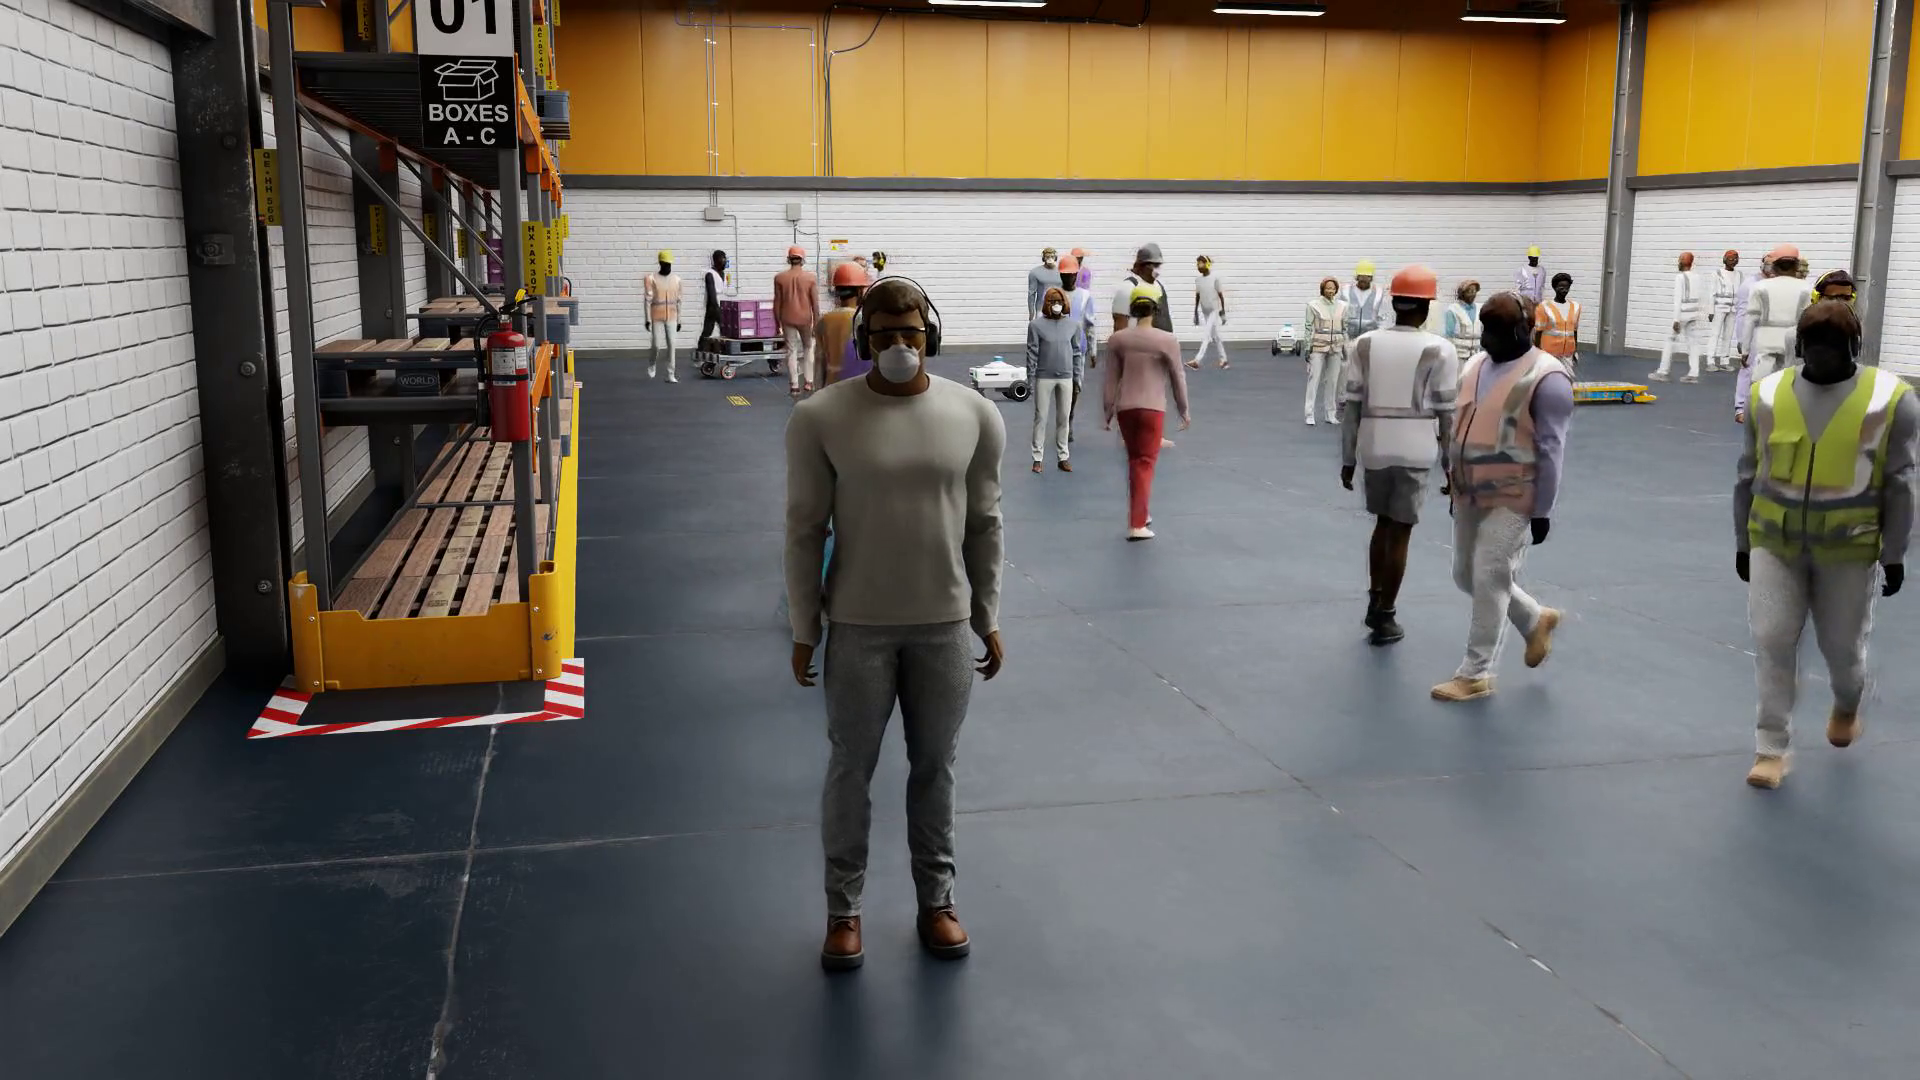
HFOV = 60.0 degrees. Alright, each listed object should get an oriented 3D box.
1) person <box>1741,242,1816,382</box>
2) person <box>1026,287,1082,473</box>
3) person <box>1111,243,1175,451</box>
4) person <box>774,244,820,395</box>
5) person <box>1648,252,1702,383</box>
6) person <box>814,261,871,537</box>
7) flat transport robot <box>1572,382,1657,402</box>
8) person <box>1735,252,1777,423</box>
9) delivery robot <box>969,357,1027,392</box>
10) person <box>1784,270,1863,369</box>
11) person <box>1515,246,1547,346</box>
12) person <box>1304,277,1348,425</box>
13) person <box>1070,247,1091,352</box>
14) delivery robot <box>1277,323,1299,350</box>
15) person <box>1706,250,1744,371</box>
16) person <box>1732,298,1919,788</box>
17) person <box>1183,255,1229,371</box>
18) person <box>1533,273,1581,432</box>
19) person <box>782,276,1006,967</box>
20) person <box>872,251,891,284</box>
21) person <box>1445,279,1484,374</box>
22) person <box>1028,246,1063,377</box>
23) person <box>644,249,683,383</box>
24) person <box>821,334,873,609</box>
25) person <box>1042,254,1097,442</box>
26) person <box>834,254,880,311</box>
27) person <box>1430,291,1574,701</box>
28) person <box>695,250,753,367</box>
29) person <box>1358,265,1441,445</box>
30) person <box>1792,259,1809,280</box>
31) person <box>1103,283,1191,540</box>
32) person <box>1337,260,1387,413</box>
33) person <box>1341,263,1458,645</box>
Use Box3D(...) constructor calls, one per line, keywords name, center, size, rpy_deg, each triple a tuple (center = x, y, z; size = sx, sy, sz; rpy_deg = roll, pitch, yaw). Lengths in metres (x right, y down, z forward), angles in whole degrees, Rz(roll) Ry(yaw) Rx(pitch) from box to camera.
Box3D(name="person", center=(8.012, -1.892, 16.293), size=(0.624, 2.044, 0.757), rpy_deg=(4, 11, 20))
Box3D(name="person", center=(0.830, -1.404, 14.612), size=(0.507, 1.631, 0.266), rpy_deg=(-2, 10, -13))
Box3D(name="person", center=(1.892, -1.894, 16.197), size=(0.881, 2.000, 0.698), rpy_deg=(7, 13, 35))
Box3D(name="person", center=(-2.161, -2.916, 22.061), size=(0.616, 1.975, 0.599), rpy_deg=(0, 10, -1))
Box3D(name="person", center=(10.349, -3.198, 23.948), size=(0.602, 1.846, 0.839), rpy_deg=(-6, 12, -32))
Box3D(name="person", center=(-0.806, -0.986, 11.589), size=(0.545, 1.903, 0.943), rpy_deg=(9, 14, 41))
Box3D(name="flat transport robot", center=(7.928, -1.858, 20.903), size=(1.431, 0.197, 0.652), rpy_deg=(-2, 10, -12))
Box3D(name="person", center=(8.953, -2.241, 18.504), size=(0.651, 1.904, 0.403), rpy_deg=(-2, 10, -13))
Box3D(name="delivery robot", center=(0.483, -2.086, 21.119), size=(0.707, 0.478, 0.477), rpy_deg=(-2, 10, -12))
Box3D(name="person", center=(4.992, -0.626, 9.668), size=(0.533, 1.862, 0.310), rpy_deg=(-2, 10, -13))
Box3D(name="person", center=(10.180, -4.266, 29.661), size=(0.594, 1.924, 0.382), rpy_deg=(-2, 10, -13))
Box3D(name="person", center=(4.040, -2.082, 18.363), size=(0.523, 1.636, 0.310), rpy_deg=(-2, 10, -13))
Box3D(name="person", center=(2.151, -4.201, 29.309), size=(0.567, 1.922, 0.550), rpy_deg=(-6, 12, -28))
Box3D(name="delivery robot", center=(5.828, -3.605, 29.539), size=(0.477, 0.478, 0.707), rpy_deg=(3, 11, 15))
Box3D(name="person", center=(11.897, -3.557, 25.848), size=(0.584, 1.881, 0.337), rpy_deg=(-2, 10, -13))
Box3D(name="person", center=(3.249, 0.002, 6.287), size=(0.633, 1.827, 0.670), rpy_deg=(8, 13, 37))
Box3D(name="person", center=(3.908, -3.558, 26.115), size=(1.052, 1.797, 0.517), rpy_deg=(-8, 13, -37))
Box3D(name="person", center=(6.312, -1.977, 17.607), size=(0.540, 1.698, 0.317), rpy_deg=(-2, 10, -13))
Box3D(name="person", center=(-0.178, 0.235, 4.684), size=(0.635, 1.937, 0.352), rpy_deg=(-2, 10, -13))
Box3D(name="person", center=(-1.386, -3.759, 27.074), size=(0.797, 1.841, 0.564), rpy_deg=(-4, 11, -19))
Box3D(name="person", center=(5.320, -1.921, 17.488), size=(0.550, 1.620, 0.432), rpy_deg=(-4, 11, -22))
Box3D(name="person", center=(1.318, -3.386, 24.748), size=(0.635, 1.937, 0.352), rpy_deg=(-2, 10, -13))
Box3D(name="person", center=(-4.267, -3.207, 23.842), size=(0.601, 1.907, 0.599), rpy_deg=(-6, 12, -28))
Box3D(name="person", center=(-0.500, -0.455, 8.866), size=(0.580, 1.811, 0.651), rpy_deg=(9, 13, 40))
Box3D(name="person", center=(1.116, -1.985, 17.118), size=(0.557, 1.899, 0.971), rpy_deg=(-1, 10, -3))
Box3D(name="person", center=(-1.330, -2.765, 21.531), size=(0.649, 1.867, 0.926), rpy_deg=(-4, 11, -21))
Box3D(name="person", center=(2.454, -0.196, 7.413), size=(0.711, 1.819, 0.633), rpy_deg=(-4, 11, -23))
Box3D(name="person", center=(-3.832, -3.673, 26.535), size=(1.016, 1.865, 0.592), rpy_deg=(4, 11, 21))
Box3D(name="person", center=(4.455, -1.852, 16.656), size=(0.915, 1.785, 0.591), rpy_deg=(9, 14, 41))
Box3D(name="person", center=(10.177, -2.493, 20.184), size=(0.531, 1.800, 0.939), rpy_deg=(-4, 11, -23))
Box3D(name="person", center=(1.301, -0.888, 11.473), size=(0.559, 1.729, 0.766), rpy_deg=(6, 12, 31))
Box3D(name="person", center=(4.656, -2.350, 19.387), size=(0.612, 1.798, 0.594), rpy_deg=(1, 10, 8))
Box3D(name="person", center=(2.248, -0.433, 8.437), size=(0.558, 1.913, 0.572), rpy_deg=(7, 13, 36))
